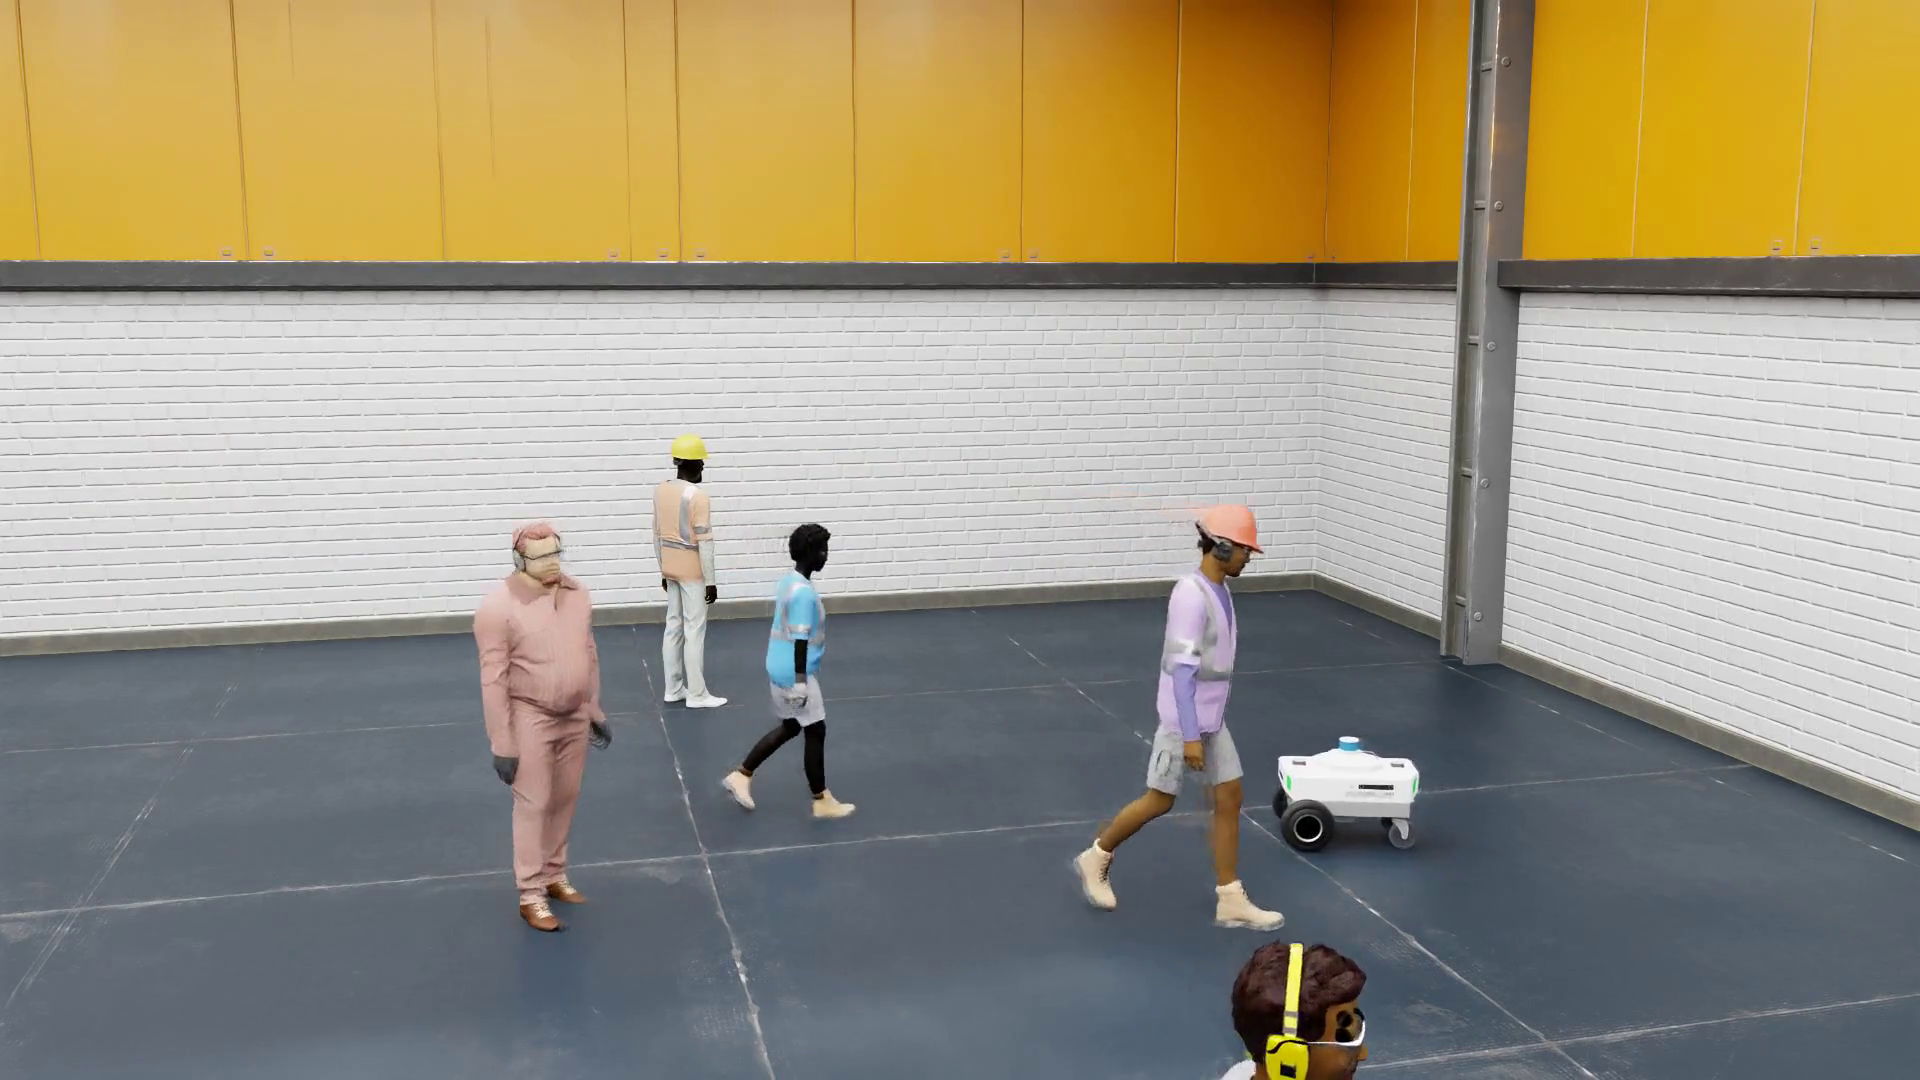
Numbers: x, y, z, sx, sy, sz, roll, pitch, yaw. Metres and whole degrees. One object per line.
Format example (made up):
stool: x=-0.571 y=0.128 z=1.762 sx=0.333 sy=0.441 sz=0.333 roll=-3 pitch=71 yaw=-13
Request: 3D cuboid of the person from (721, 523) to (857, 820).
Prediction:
person: x=-0.974 y=0.732 z=9.227 sx=0.694 sy=1.665 sz=0.573 roll=-2 pitch=9 yaw=-11

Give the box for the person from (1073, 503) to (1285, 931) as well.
person: x=1.015 y=0.808 z=7.767 sx=0.992 sy=1.983 sz=0.712 roll=5 pitch=10 yaw=28

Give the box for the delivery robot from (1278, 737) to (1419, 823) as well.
delivery robot: x=2.070 y=1.294 z=8.875 sx=0.707 sy=0.478 sz=0.477 roll=1 pitch=9 yaw=4

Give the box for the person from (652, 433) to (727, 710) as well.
person: x=-1.893 y=0.217 z=11.618 sx=0.595 sy=1.925 sz=0.371 roll=9 pitch=13 yaw=44

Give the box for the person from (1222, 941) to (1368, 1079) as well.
person: x=0.574 y=1.622 z=3.063 sx=0.419 sy=1.854 sz=0.539 roll=2 pitch=9 yaw=15

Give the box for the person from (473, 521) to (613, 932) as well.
person: x=-1.942 y=0.858 z=7.822 sx=0.464 sy=1.916 sz=0.677 roll=6 pitch=11 yaw=34
